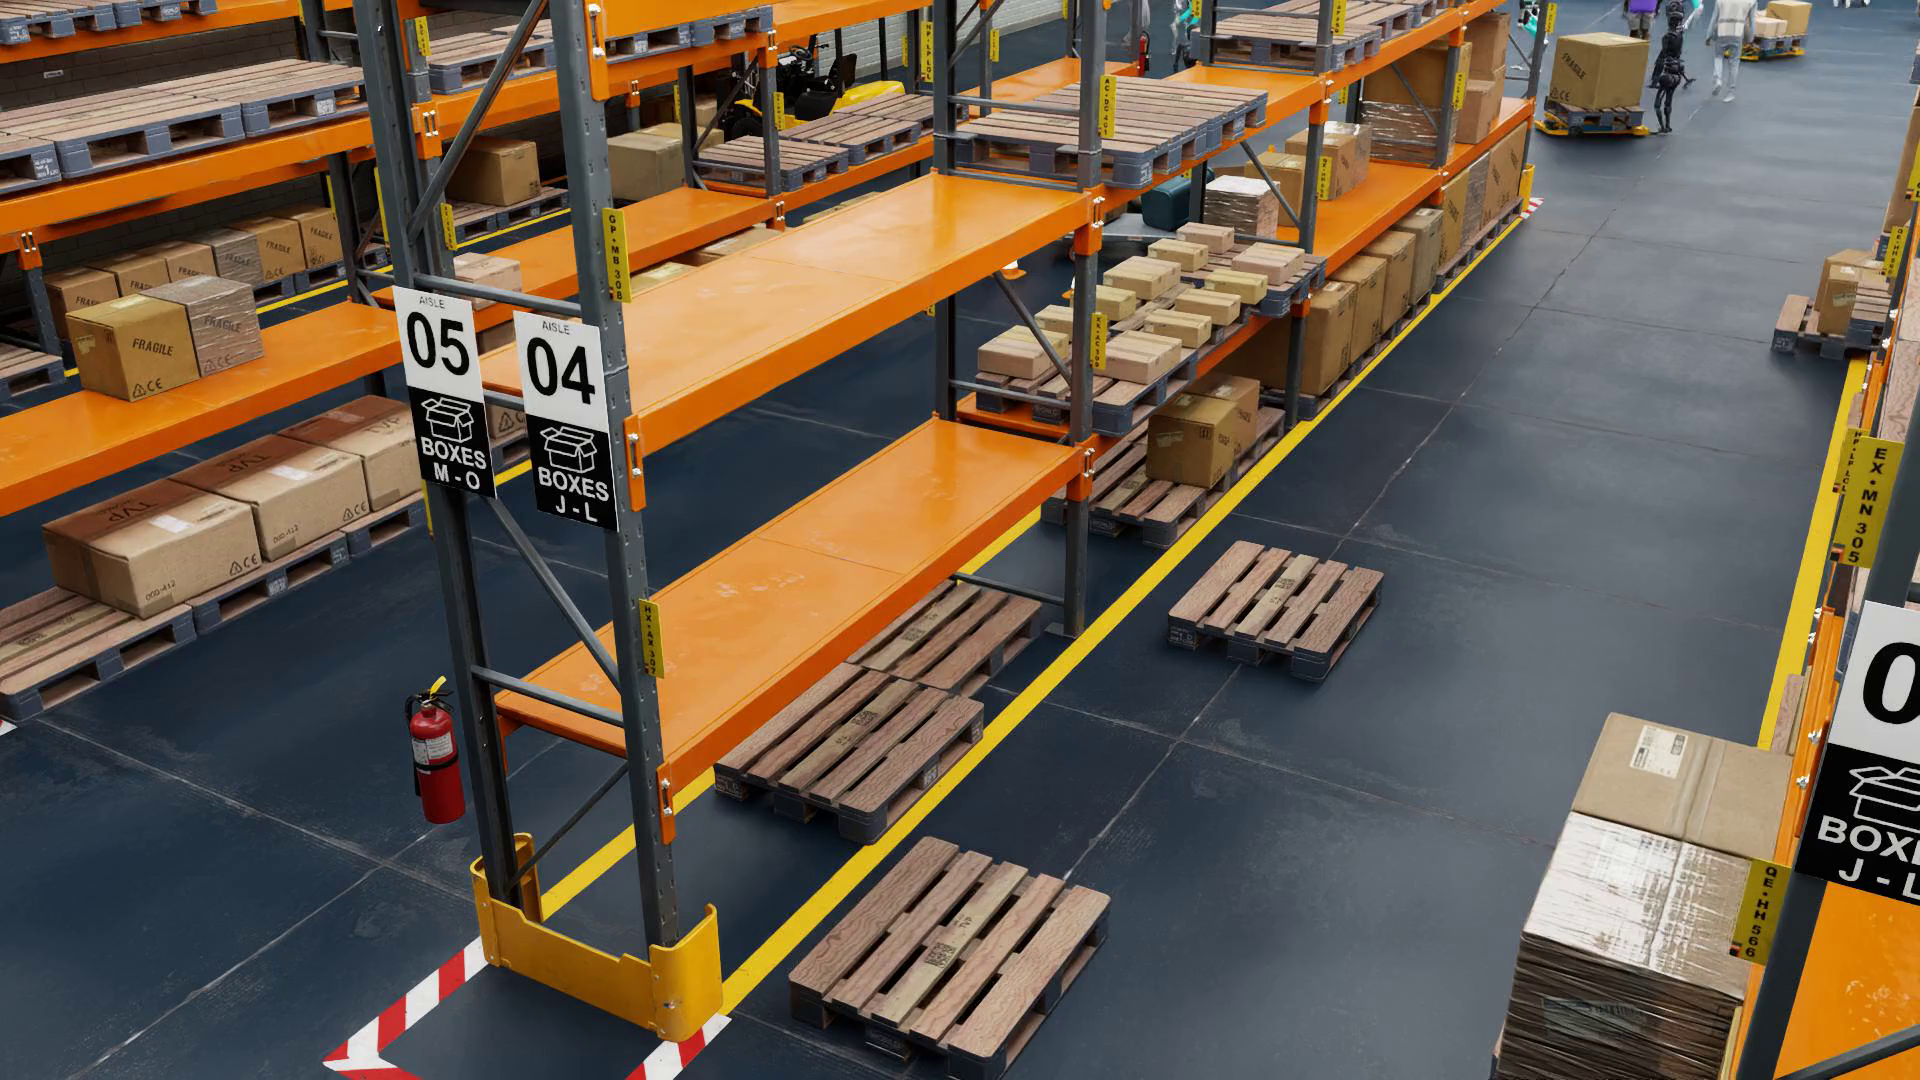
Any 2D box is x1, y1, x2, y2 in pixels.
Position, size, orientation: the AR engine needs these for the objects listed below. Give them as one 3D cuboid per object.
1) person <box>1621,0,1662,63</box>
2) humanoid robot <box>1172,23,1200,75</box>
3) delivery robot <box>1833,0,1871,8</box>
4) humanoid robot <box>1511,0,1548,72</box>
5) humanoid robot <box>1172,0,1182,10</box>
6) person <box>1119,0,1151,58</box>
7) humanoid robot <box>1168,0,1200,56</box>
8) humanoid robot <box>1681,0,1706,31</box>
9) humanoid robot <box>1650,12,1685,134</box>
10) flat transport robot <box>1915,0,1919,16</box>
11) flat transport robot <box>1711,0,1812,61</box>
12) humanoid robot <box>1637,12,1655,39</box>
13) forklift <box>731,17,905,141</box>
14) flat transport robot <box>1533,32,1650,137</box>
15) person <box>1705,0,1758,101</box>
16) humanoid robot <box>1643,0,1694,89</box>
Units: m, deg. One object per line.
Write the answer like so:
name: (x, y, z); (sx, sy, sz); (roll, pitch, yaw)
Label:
person: (11.487, -8.967, 28.039); (0.635, 1.943, 0.426); (1, 26, 1)
humanoid robot: (3.130, -6.146, 22.512); (0.608, 1.638, 0.572); (21, 33, 36)
delivery robot: (18.662, -11.428, 34.778); (0.805, 0.612, 0.499); (-16, 30, -29)
humanoid robot: (9.620, -8.618, 27.599); (0.536, 1.782, 0.874); (-20, 32, -35)
humanoid robot: (4.502, -11.870, 34.335); (0.787, 1.790, 0.530); (18, 31, 33)
person: (3.069, -9.295, 28.759); (0.484, 1.921, 0.645); (8, 27, 16)
humanoid robot: (3.942, -9.305, 29.010); (0.889, 1.781, 0.530); (-13, 29, -25)
humanoid robot: (14.051, -10.545, 31.676); (0.664, 1.888, 0.552); (5, 26, 11)
humanoid robot: (9.958, -6.555, 23.332); (0.354, 1.639, 0.590); (23, 34, 40)
flat transport robot: (19.105, -9.940, 31.996); (0.659, 0.231, 1.431); (8, 27, 16)
flat transport robot: (14.079, -8.655, 29.327); (1.431, 0.231, 0.659); (-12, 28, -24)
humanoid robot: (12.748, -10.096, 30.683); (0.378, 1.651, 0.608); (15, 29, 28)
forklift: (-1.819, -5.975, 21.543); (2.313, 2.155, 1.214); (14, 29, 26)
flat transport robot: (8.958, -5.895, 23.592); (1.431, 0.231, 0.659); (0, 26, 0)
person: (11.829, -7.728, 25.534); (0.706, 1.887, 0.468); (12, 28, 24)
humanoid robot: (11.332, -7.974, 26.329); (0.728, 1.629, 0.609); (11, 28, 22)
